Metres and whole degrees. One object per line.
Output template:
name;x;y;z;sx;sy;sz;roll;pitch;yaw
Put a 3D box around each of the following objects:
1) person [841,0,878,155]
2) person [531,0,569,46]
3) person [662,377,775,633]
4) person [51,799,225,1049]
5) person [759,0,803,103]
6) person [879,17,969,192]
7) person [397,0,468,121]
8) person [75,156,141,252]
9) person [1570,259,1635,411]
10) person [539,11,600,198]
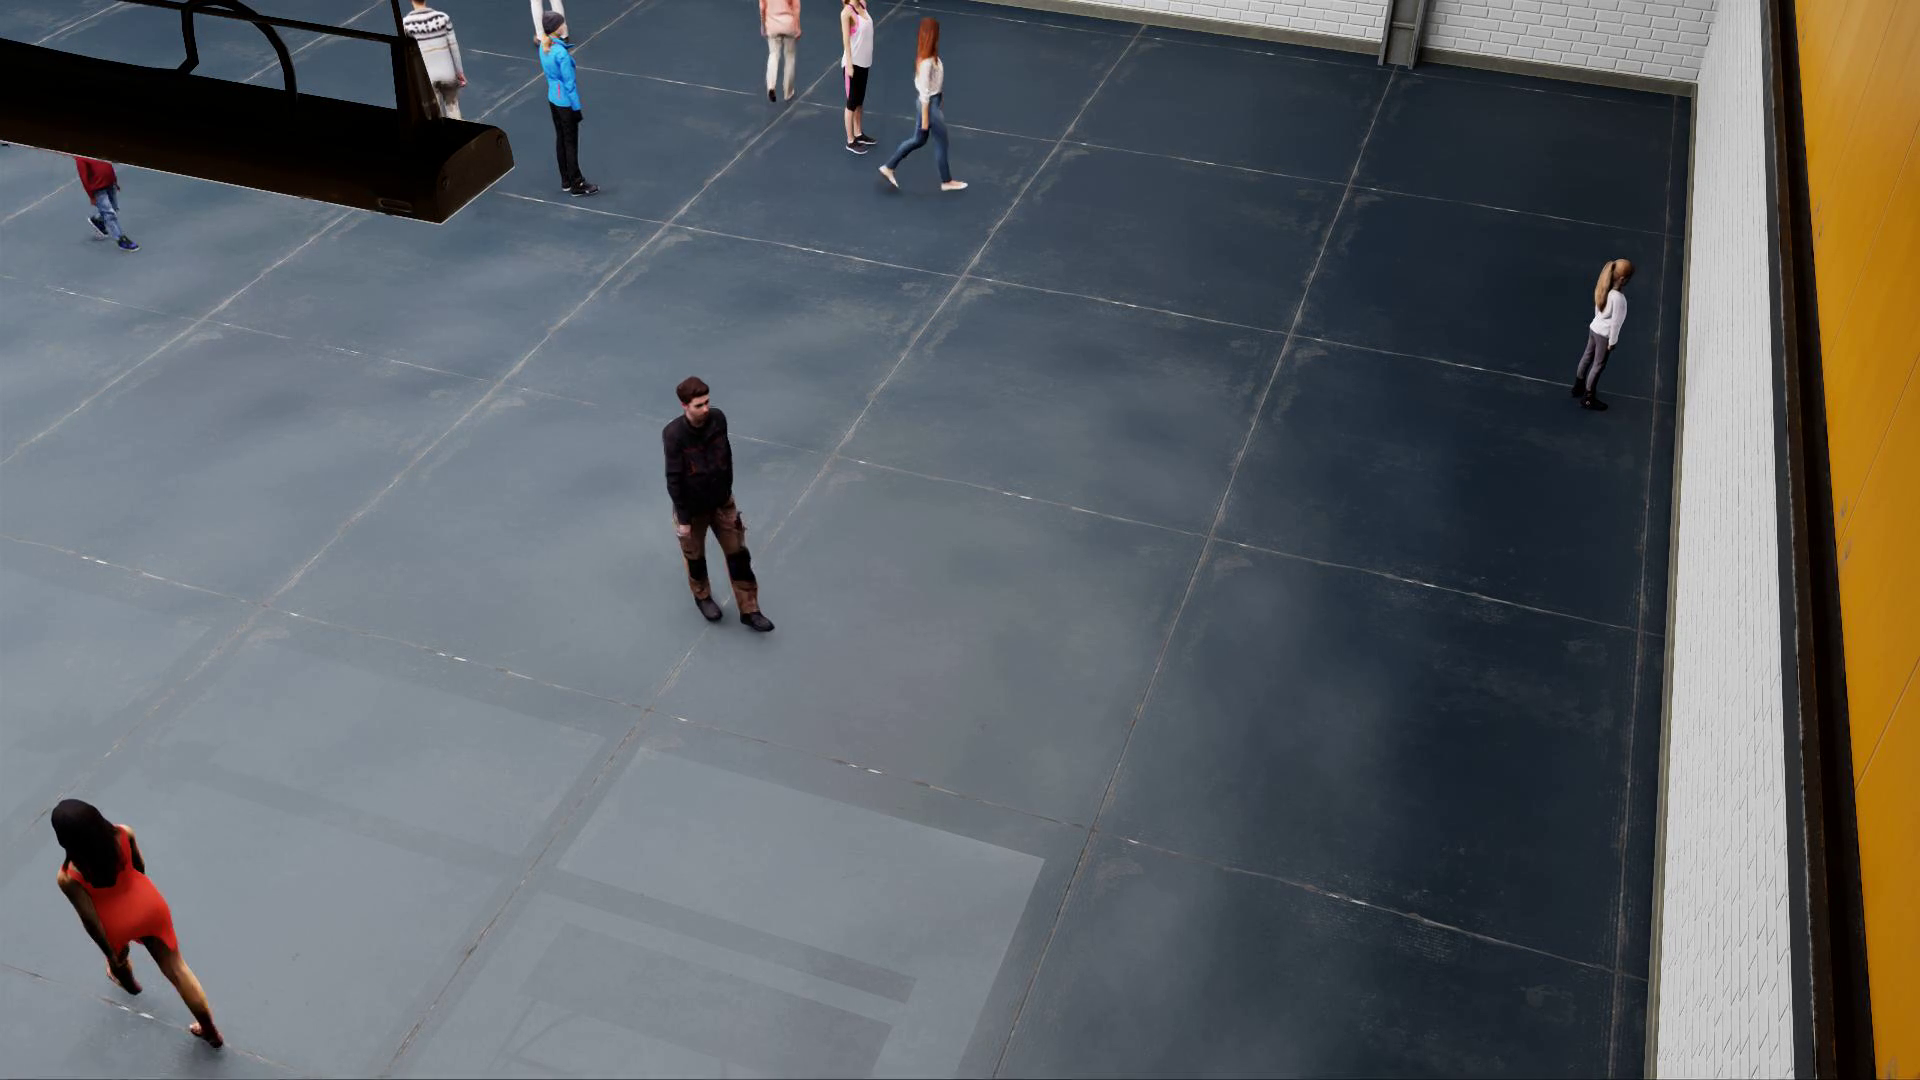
person;-1.049;-4.791;16.701;0.534;1.787;0.619;16;41;19
person;-4.747;-6.488;18.813;0.749;1.803;0.787;-22;43;-25
person;-1.732;-0.267;10.941;0.982;1.906;1.091;-26;45;-28
person;-4.102;1.952;8.356;1.199;1.665;0.801;24;44;27
person;-1.902;-5.405;17.531;0.840;1.711;0.757;6;39;7
person;-0.398;-4.137;15.958;1.175;1.693;0.847;1;39;1
person;-5.131;-4.536;16.337;0.903;1.843;0.959;-20;43;-23
person;-7.906;-3.245;15.202;0.763;1.242;0.556;9;39;11
person;5.087;-1.646;13.171;0.604;1.280;0.567;-3;39;-4
person;-3.799;-4.172;15.915;0.751;1.801;0.646;-25;45;-28
